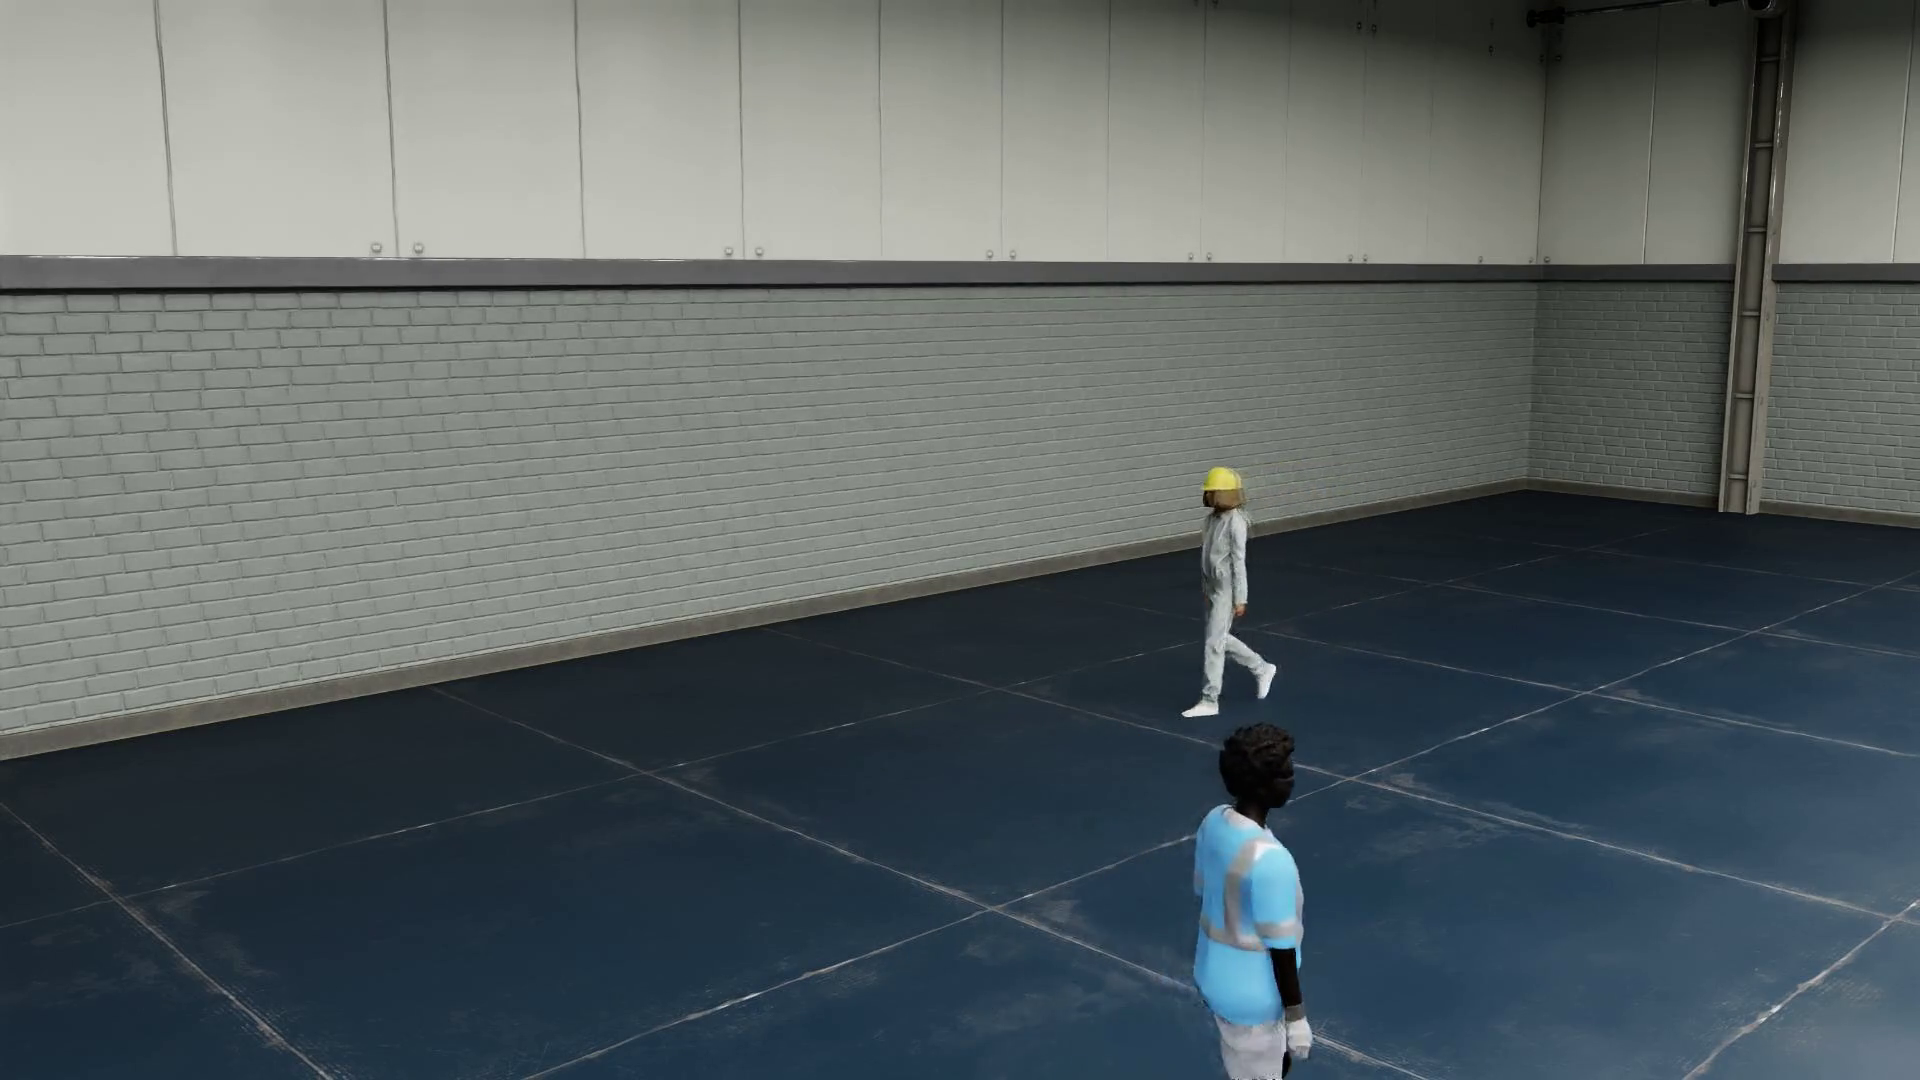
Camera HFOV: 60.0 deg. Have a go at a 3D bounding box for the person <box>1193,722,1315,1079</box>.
[{"bbox_3d":[0.905,1.382,5.096,0.362,1.683,0.540,-1,9,-5],"label":"person"}]

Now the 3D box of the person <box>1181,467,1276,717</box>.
[{"bbox_3d":[1.873,0.346,11.440,0.716,1.722,0.489,-3,10,-18],"label":"person"}]
